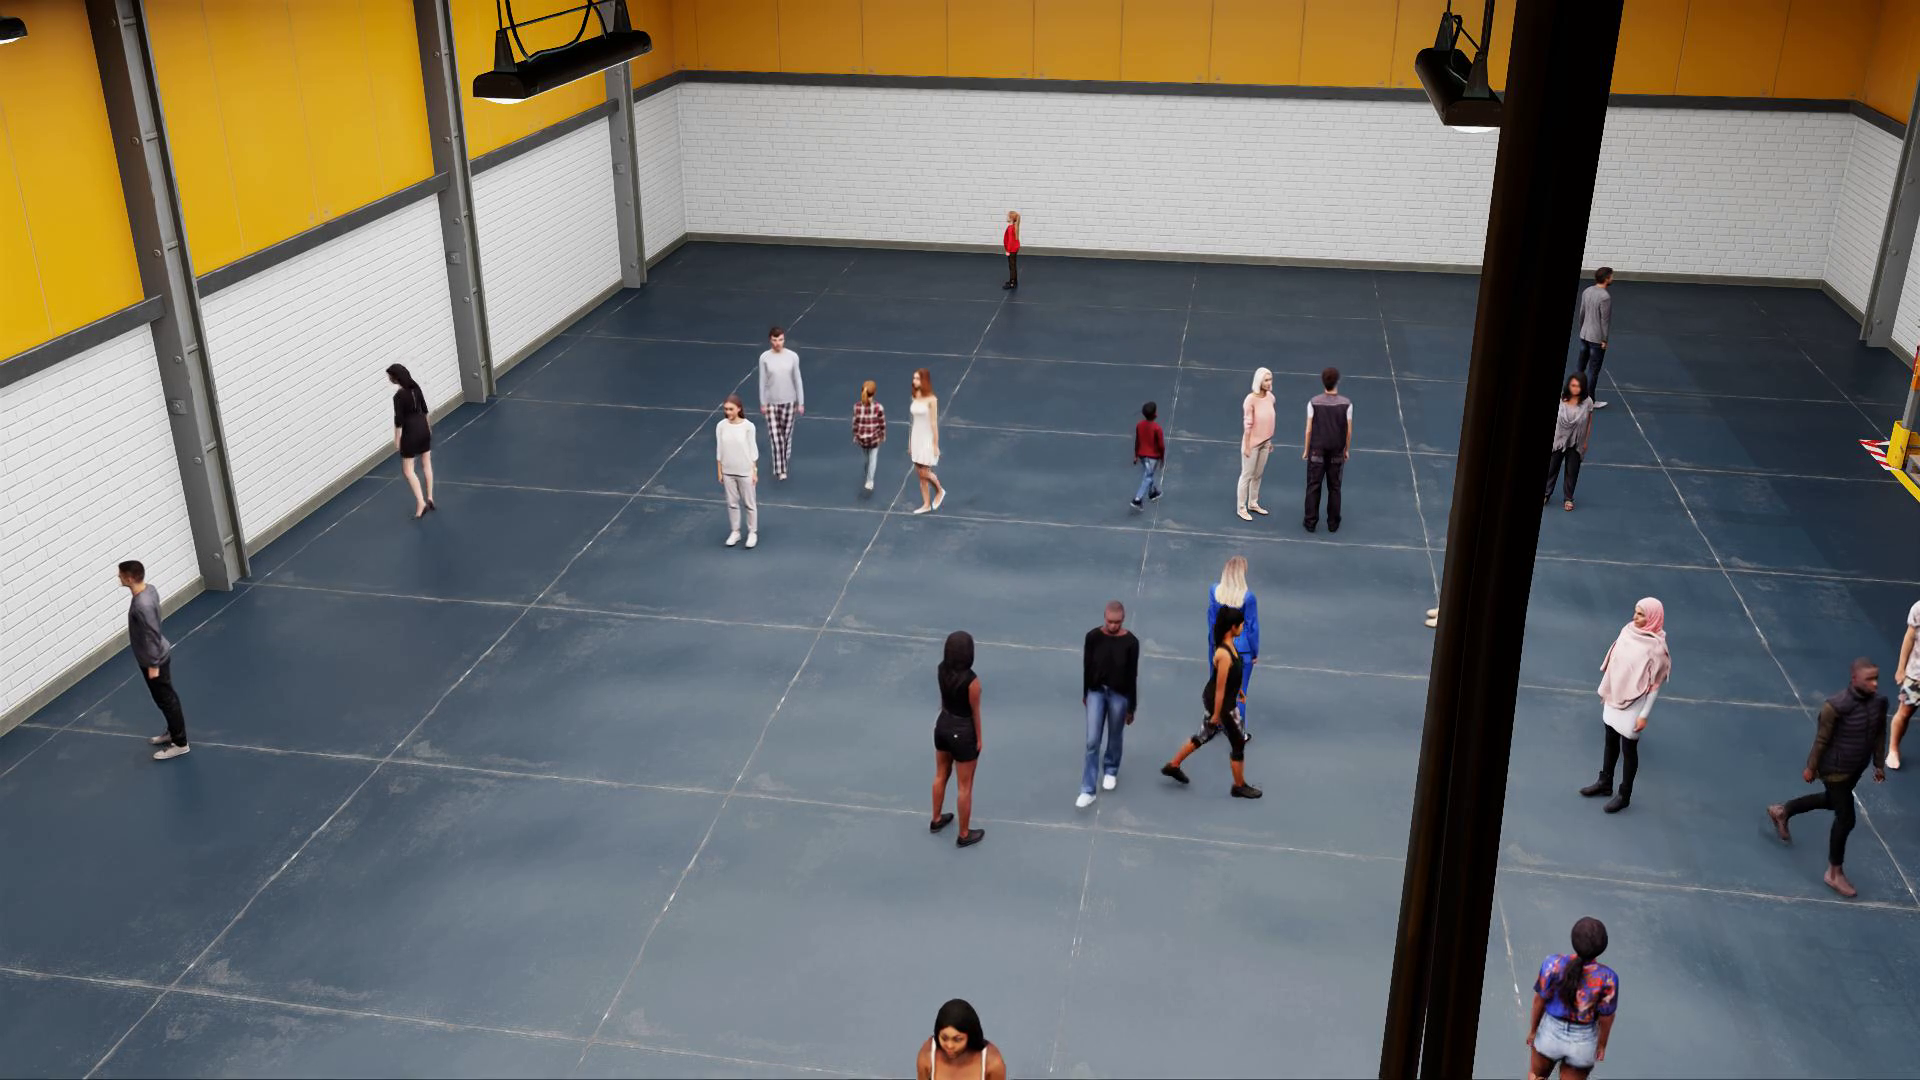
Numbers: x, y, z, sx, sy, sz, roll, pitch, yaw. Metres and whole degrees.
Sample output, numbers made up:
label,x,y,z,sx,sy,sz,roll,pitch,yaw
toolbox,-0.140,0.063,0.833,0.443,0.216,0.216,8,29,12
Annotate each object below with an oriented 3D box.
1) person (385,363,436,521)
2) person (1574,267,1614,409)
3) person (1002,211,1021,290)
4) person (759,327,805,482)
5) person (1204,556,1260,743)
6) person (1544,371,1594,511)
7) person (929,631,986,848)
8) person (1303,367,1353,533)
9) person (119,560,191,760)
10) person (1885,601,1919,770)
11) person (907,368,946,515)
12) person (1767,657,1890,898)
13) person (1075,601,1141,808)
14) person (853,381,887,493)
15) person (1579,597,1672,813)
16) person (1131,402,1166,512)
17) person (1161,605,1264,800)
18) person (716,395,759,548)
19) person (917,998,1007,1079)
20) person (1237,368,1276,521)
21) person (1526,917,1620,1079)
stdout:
label,x,y,z,sx,sy,sz,roll,pitch,yaw
person,-6.034,-1.138,18.501,0.836,1.787,0.639,20,31,39
person,8.361,-2.681,21.921,0.840,1.874,0.723,-8,25,-18
person,0.863,-4.815,27.546,0.576,1.281,0.466,7,25,16
person,-2.121,-1.638,19.627,0.945,1.802,1.230,-5,24,-11
person,2.260,0.924,13.894,0.700,1.700,0.698,17,29,34
person,6.846,-1.142,18.732,0.699,1.610,0.731,10,26,22
person,-0.024,1.483,12.569,0.706,1.735,0.673,-21,31,-39
person,3.983,-0.976,18.053,0.640,1.849,0.556,3,24,7
person,-6.648,0.959,13.738,0.764,1.761,0.664,-10,26,-22
person,7.908,1.033,13.510,0.715,1.808,0.625,8,25,18
person,-0.331,-1.113,18.548,0.819,1.705,0.760,-20,30,-38
person,6.374,1.630,12.153,1.101,1.799,1.287,-11,26,-23
person,1.209,1.210,13.217,0.661,1.718,0.948,6,24,14
person,-1.055,-1.181,19.228,0.532,1.284,0.886,4,24,9
person,5.219,1.266,12.980,0.799,1.804,0.708,-9,25,-20
person,2.101,-0.934,18.714,0.798,1.243,0.943,20,31,39
person,1.983,1.278,13.157,0.719,1.641,0.995,1,24,3
person,-2.359,-0.753,17.746,0.600,1.687,0.537,3,24,8
person,0.024,3.112,8.795,0.677,1.774,1.047,2,24,5
person,3.293,-1.091,18.472,0.664,1.724,0.737,-17,29,-34
person,3.396,2.888,9.357,0.667,1.734,0.681,10,26,23
